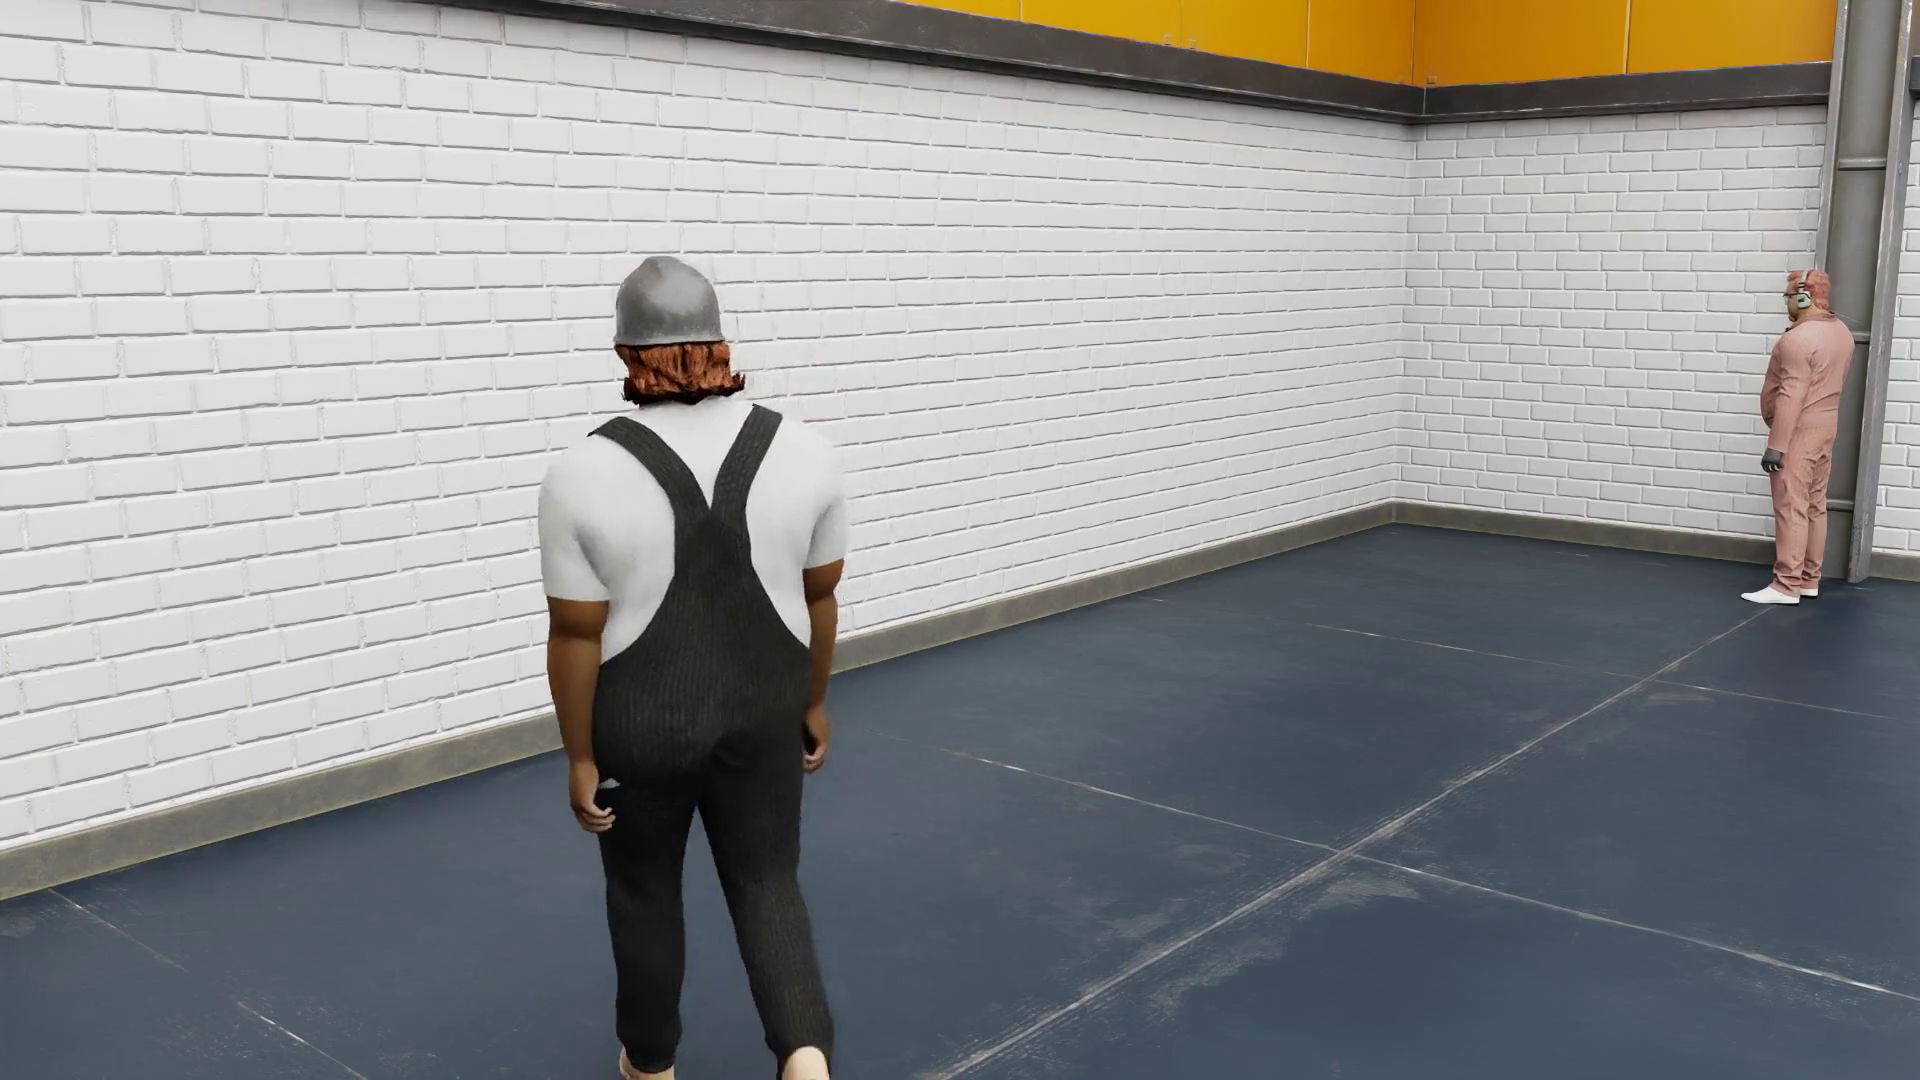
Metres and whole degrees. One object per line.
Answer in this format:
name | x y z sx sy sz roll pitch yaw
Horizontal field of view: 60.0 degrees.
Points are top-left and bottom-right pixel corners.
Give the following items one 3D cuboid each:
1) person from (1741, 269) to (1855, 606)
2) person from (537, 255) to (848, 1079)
person | 4.758 -0.578 9.460 0.642 1.907 0.410 -9 13 -40
person | -0.573 0.369 3.678 0.690 2.000 0.829 -4 11 -23
